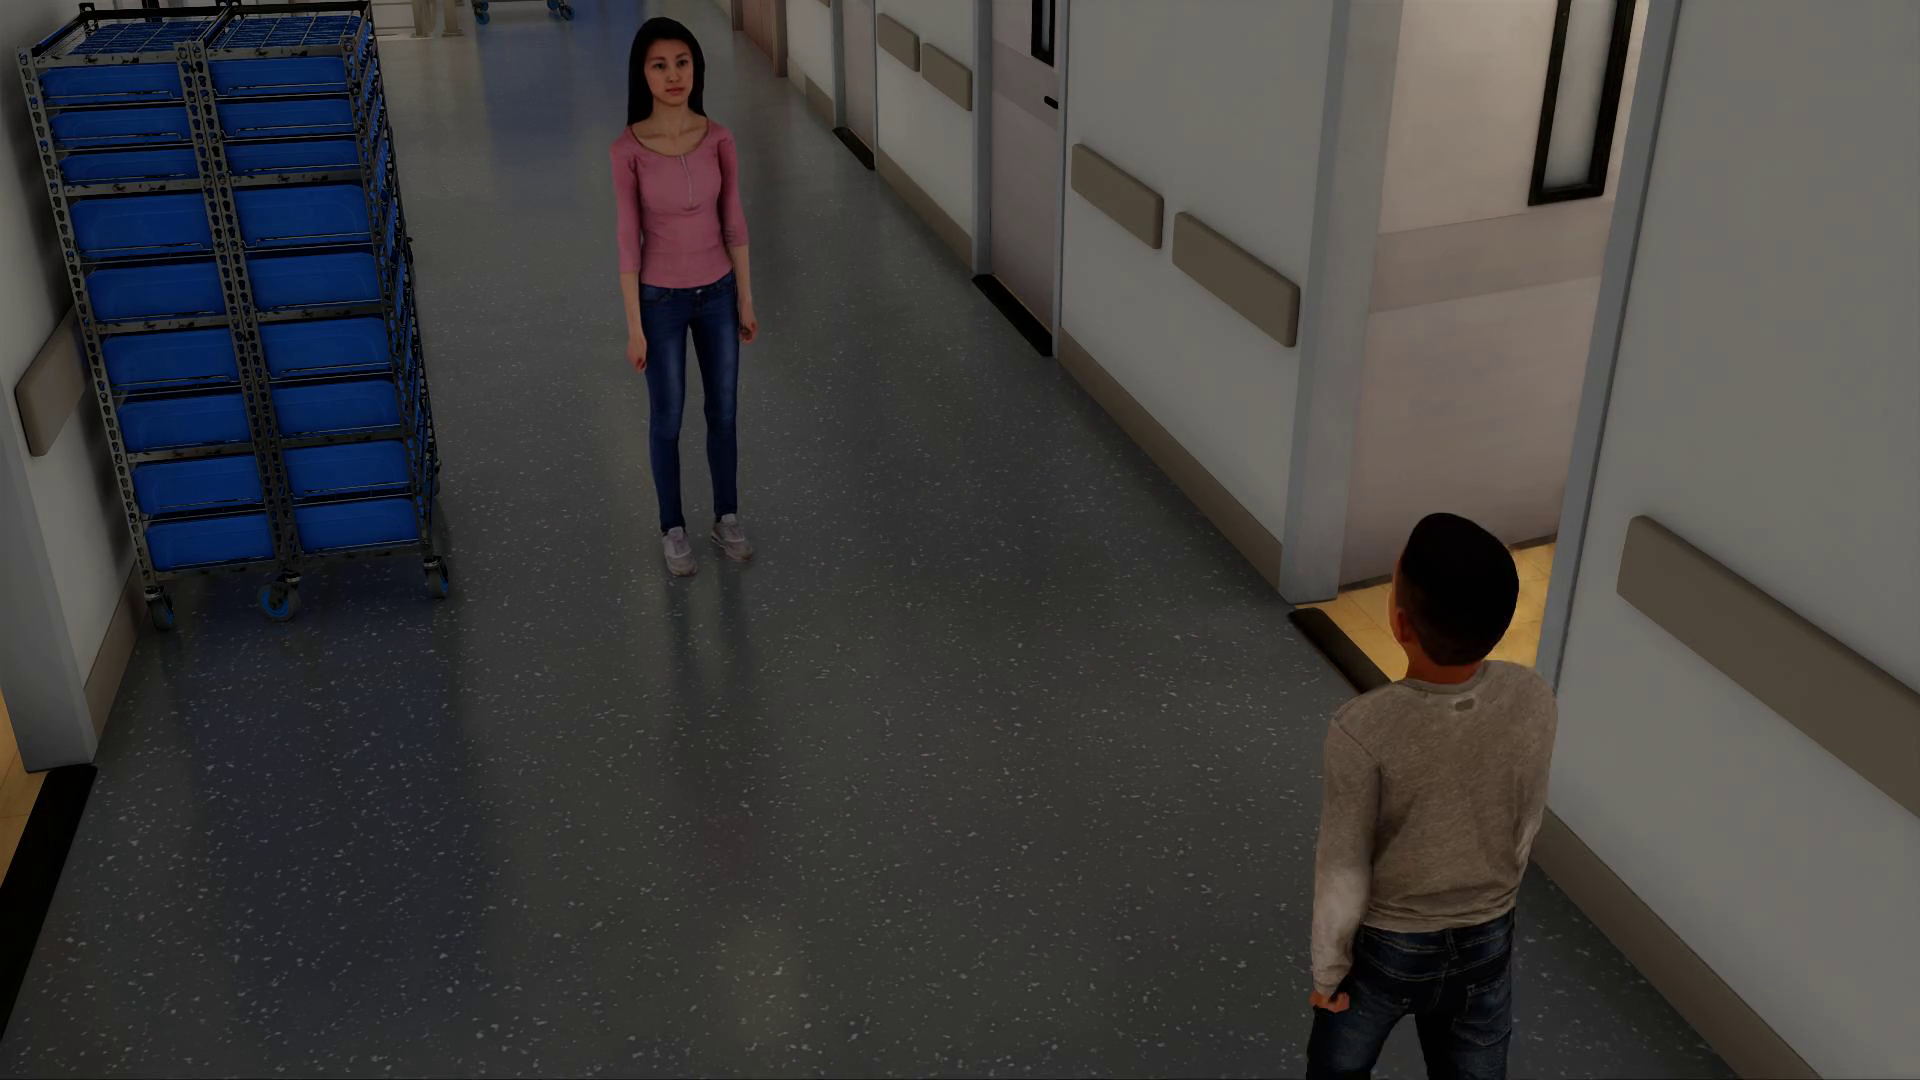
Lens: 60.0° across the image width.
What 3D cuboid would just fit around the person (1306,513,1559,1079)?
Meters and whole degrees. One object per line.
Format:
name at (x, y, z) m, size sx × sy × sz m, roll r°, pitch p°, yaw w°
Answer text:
person at (0.759, 0.679, 2.603) m, size 0.618 × 1.441 × 0.978 m, roll -3°, pitch 26°, yaw -7°

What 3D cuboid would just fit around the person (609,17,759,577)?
person at (-0.856, -0.746, 5.210) m, size 0.612 × 1.743 × 0.571 m, roll -14°, pitch 29°, yaw -26°
